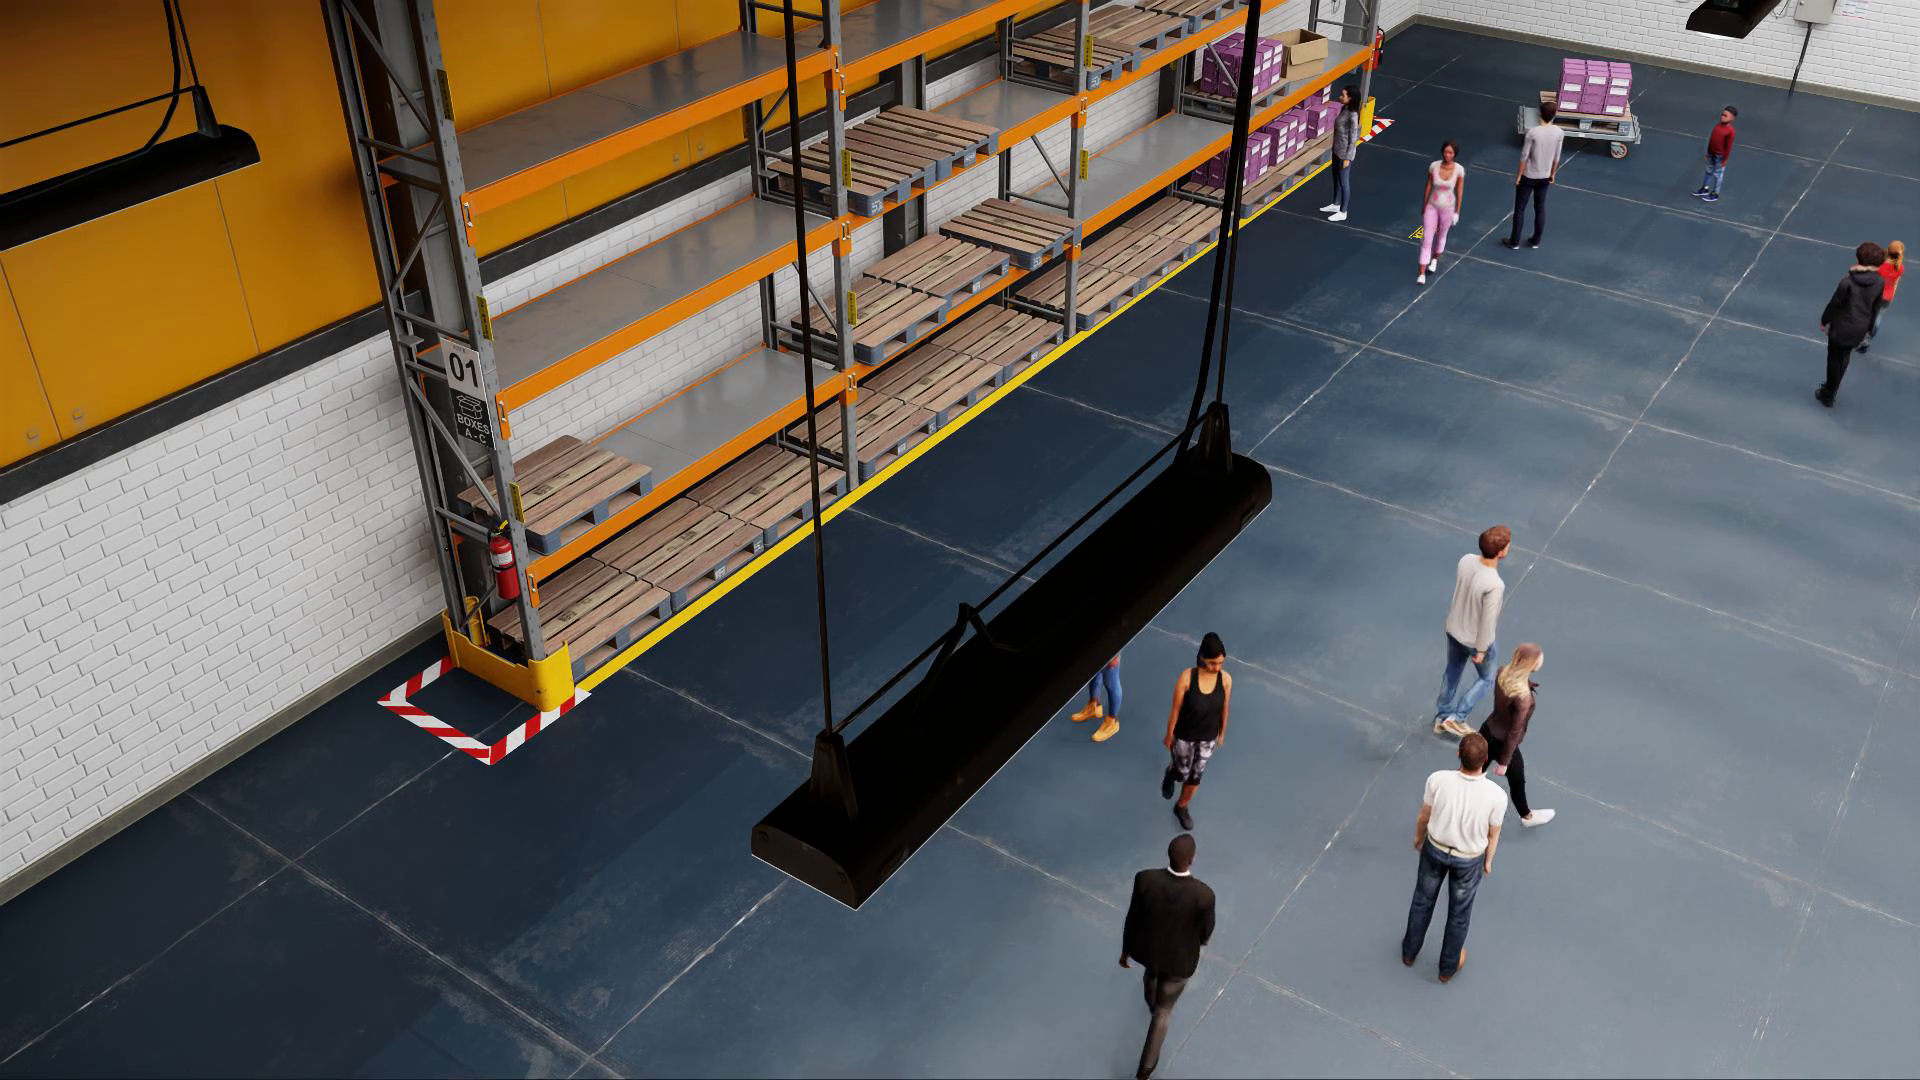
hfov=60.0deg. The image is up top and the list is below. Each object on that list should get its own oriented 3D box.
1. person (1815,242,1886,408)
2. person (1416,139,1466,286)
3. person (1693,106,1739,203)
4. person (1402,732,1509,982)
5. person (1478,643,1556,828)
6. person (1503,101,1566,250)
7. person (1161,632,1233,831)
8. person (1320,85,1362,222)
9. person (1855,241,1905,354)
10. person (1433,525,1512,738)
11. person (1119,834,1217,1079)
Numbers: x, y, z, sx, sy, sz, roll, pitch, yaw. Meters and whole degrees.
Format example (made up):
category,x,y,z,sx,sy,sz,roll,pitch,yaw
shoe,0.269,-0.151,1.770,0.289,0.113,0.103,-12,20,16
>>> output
category,x,y,z,sx,sy,sz,roll,pitch,yaw
person,9.135,-2.155,17.011,0.781,1.766,0.826,-1,34,-2
person,5.709,-3.913,19.719,0.793,1.695,1.184,12,35,17
person,10.007,-5.105,21.912,0.630,1.253,0.581,-9,35,-13
person,3.147,2.027,10.649,0.677,1.843,0.631,18,38,25
person,3.711,1.442,11.698,1.130,1.656,1.081,-5,34,-7
person,7.083,-4.484,20.449,0.711,1.839,0.751,-3,34,-5
person,1.661,1.313,11.894,0.800,1.655,0.858,-5,34,-7
person,4.904,-4.964,21.268,0.741,1.732,0.679,-5,34,-8
person,10.039,-2.611,18.118,0.612,1.299,0.698,3,34,5
person,3.786,0.726,12.565,0.782,1.890,0.762,-13,36,-19
person,1.204,2.550,9.931,0.766,1.767,1.073,14,36,20
